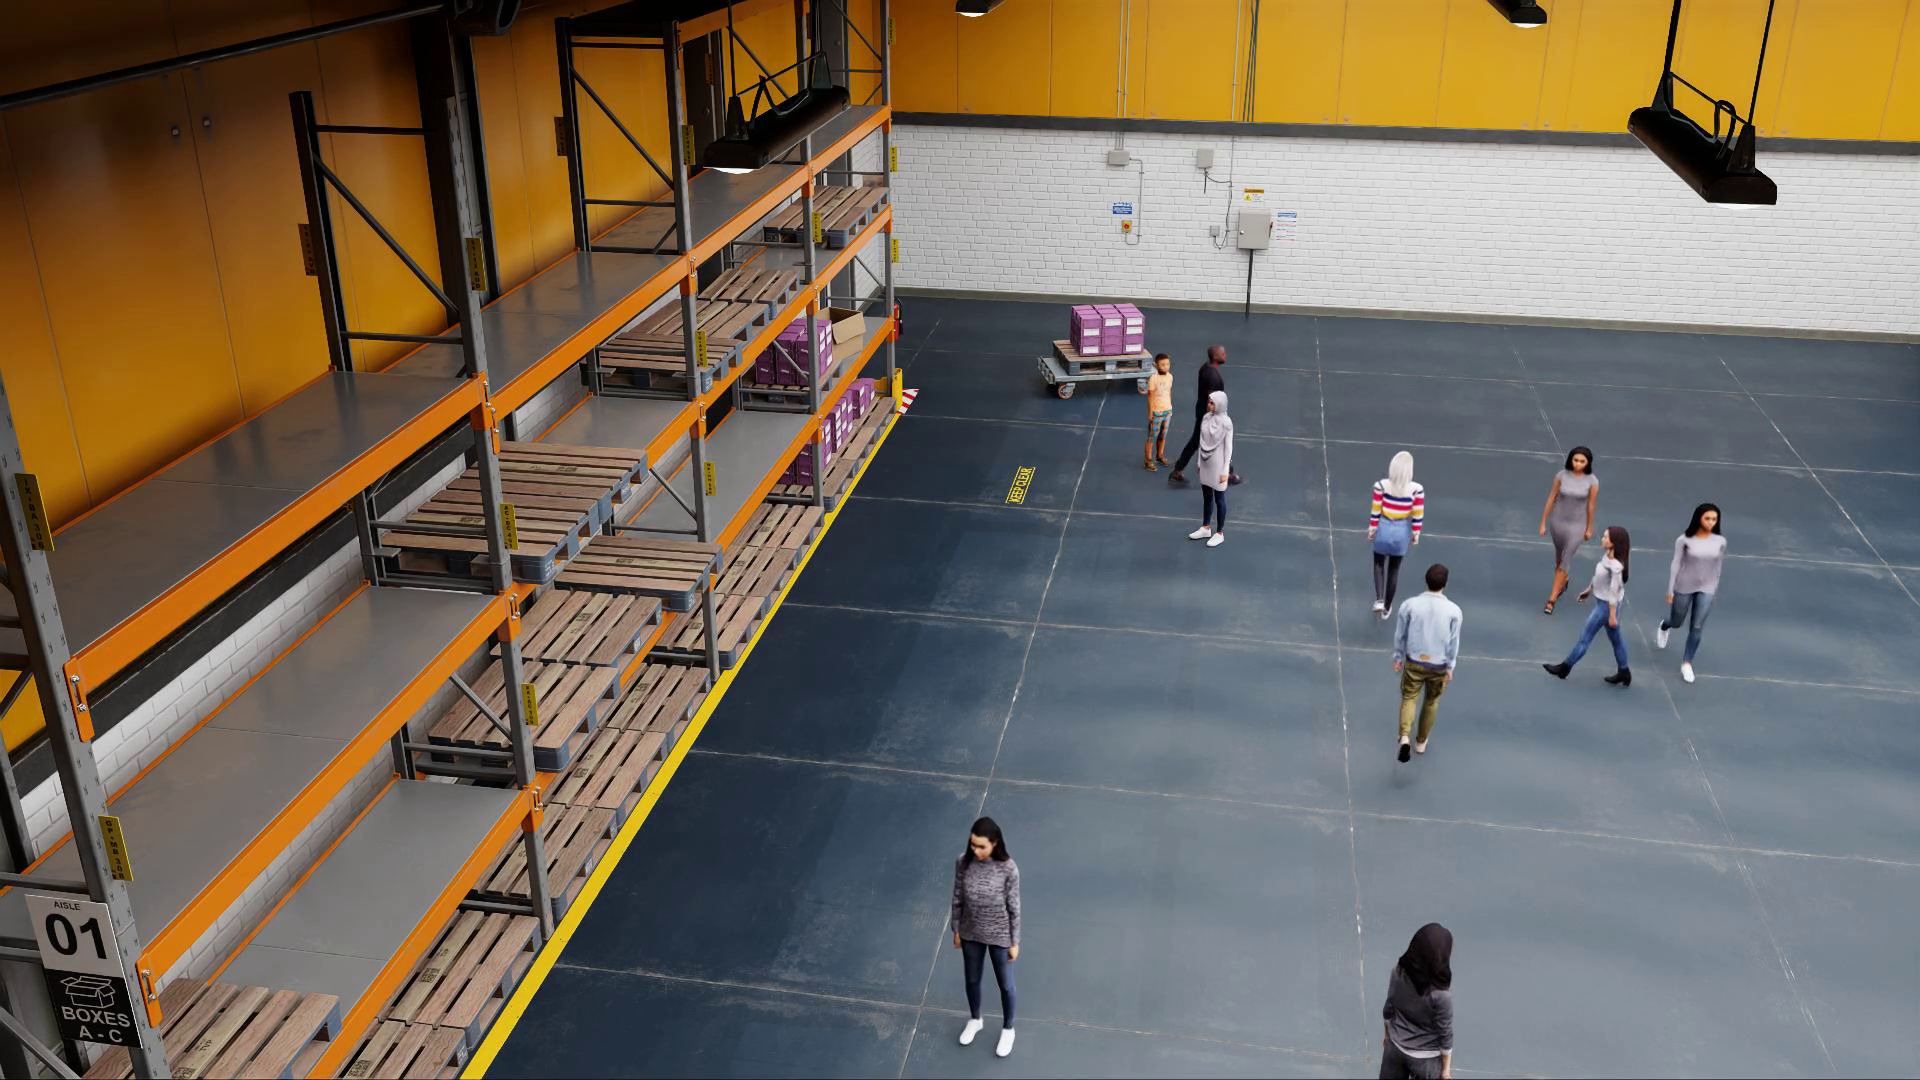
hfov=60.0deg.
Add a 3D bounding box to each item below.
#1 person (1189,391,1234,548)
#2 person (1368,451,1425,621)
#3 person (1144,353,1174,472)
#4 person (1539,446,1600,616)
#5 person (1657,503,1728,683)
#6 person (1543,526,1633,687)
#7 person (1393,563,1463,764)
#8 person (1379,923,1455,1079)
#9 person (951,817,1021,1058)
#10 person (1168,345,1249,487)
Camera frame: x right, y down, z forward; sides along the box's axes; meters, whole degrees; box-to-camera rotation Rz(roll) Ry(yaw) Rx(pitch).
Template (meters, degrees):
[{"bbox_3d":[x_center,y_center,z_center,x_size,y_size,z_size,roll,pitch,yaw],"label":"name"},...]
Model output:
[{"bbox_3d":[2.819,-0.807,18.398,0.746,1.776,0.685,-16,28,-32],"label":"person"},{"bbox_3d":[4.295,-0.013,16.557,0.699,1.798,0.726,7,25,16],"label":"person"},{"bbox_3d":[2.467,-1.609,20.627,0.599,1.461,0.659,-16,28,-32],"label":"person"},{"bbox_3d":[6.200,-0.130,16.919,0.938,1.721,1.229,16,28,32],"label":"person"},{"bbox_3d":[6.865,0.436,15.631,0.635,1.716,0.939,2,24,6],"label":"person"},{"bbox_3d":[6.062,0.638,15.331,0.829,1.586,1.007,9,25,20],"label":"person"},{"bbox_3d":[3.933,1.076,14.070,0.795,1.794,1.043,9,25,19],"label":"person"},{"bbox_3d":[2.647,2.999,9.708,0.710,1.763,0.674,-19,30,-37],"label":"person"},{"bbox_3d":[0.187,2.538,10.803,0.653,1.731,0.586,8,25,18],"label":"person"},{"bbox_3d":[2.891,-1.451,19.876,0.973,1.773,1.220,-3,24,-6],"label":"person"}]
